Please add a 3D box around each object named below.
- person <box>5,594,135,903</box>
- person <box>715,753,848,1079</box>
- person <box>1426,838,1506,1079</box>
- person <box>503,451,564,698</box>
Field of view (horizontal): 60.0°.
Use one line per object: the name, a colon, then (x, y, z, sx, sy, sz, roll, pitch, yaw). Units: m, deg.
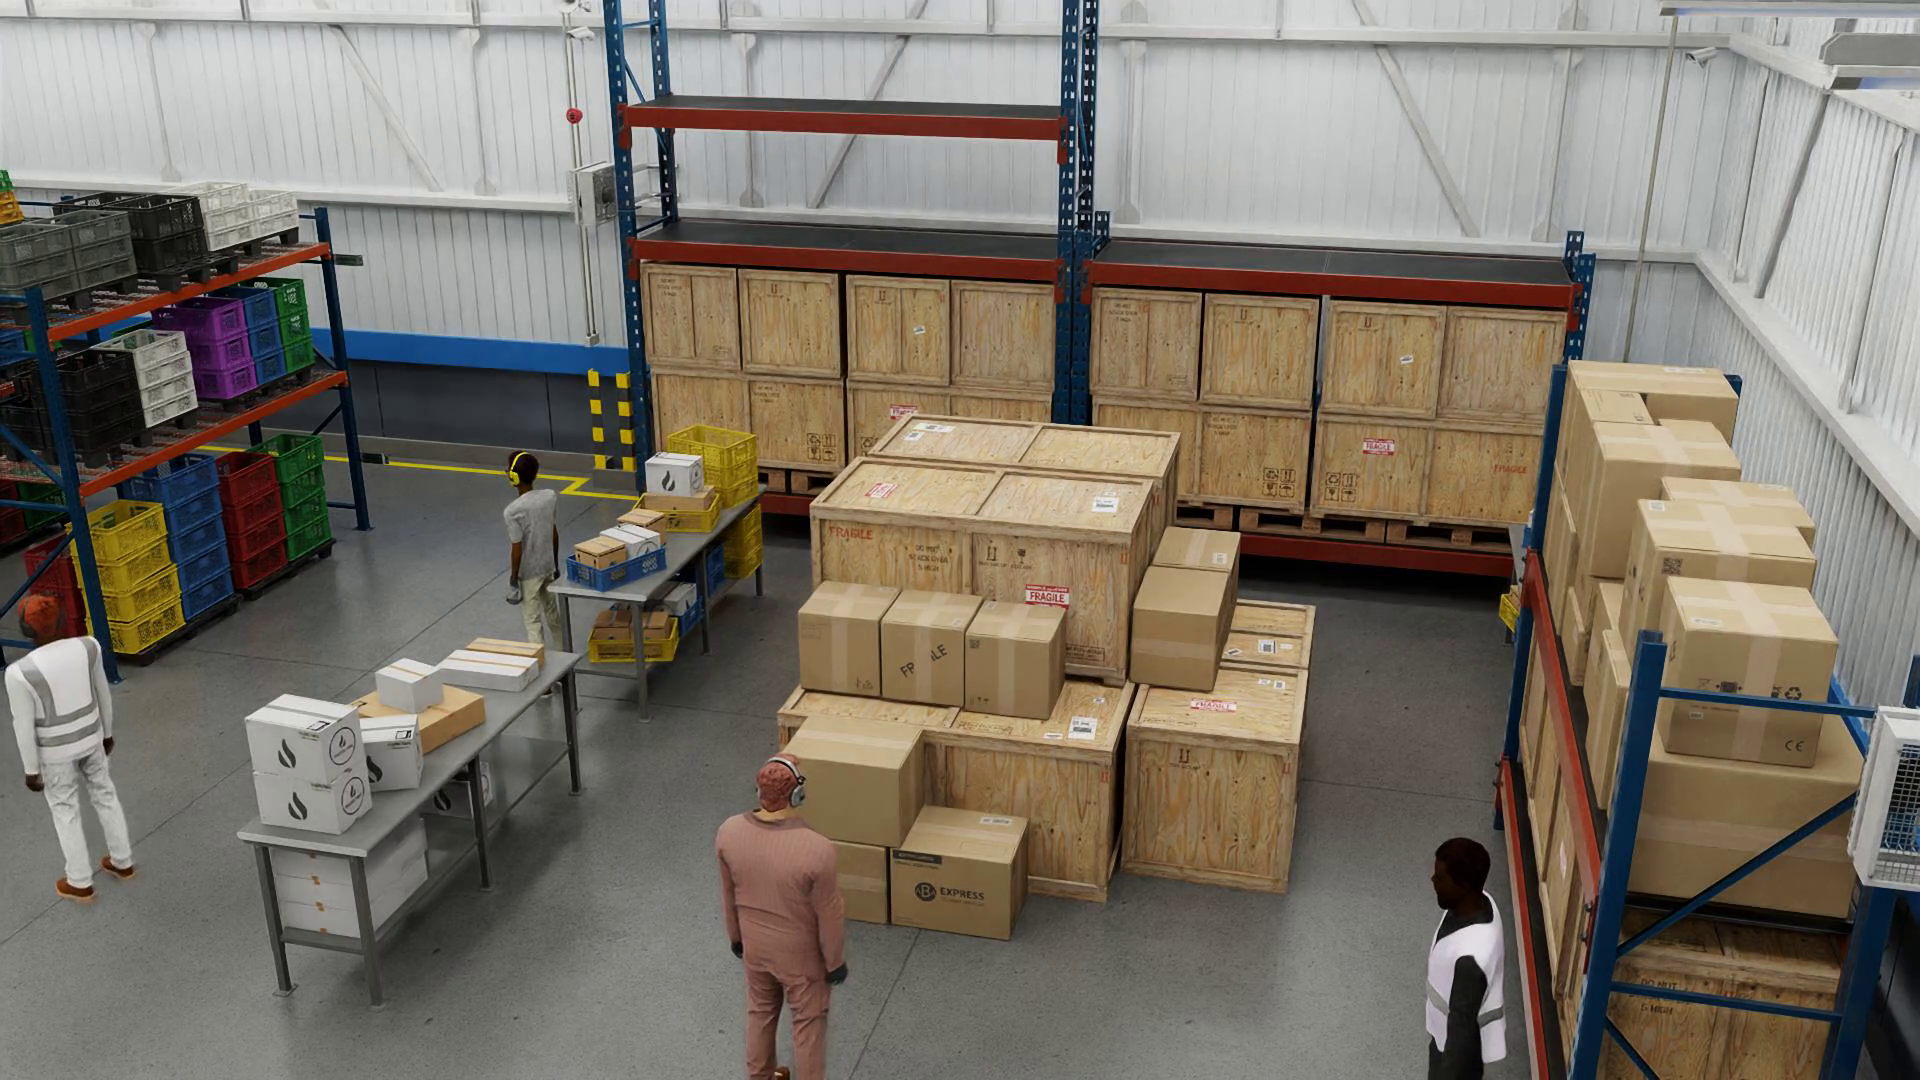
person: (-5.162, 1.197, 9.649, 0.355, 1.877, 0.582, 11, 23, 26)
person: (-0.813, 1.881, 7.833, 0.648, 1.900, 0.400, 11, 24, 27)
person: (2.132, 2.139, 7.142, 0.407, 1.907, 0.598, 6, 22, 14)
person: (-3.115, 0.245, 12.143, 0.328, 1.872, 0.508, 11, 23, 26)
